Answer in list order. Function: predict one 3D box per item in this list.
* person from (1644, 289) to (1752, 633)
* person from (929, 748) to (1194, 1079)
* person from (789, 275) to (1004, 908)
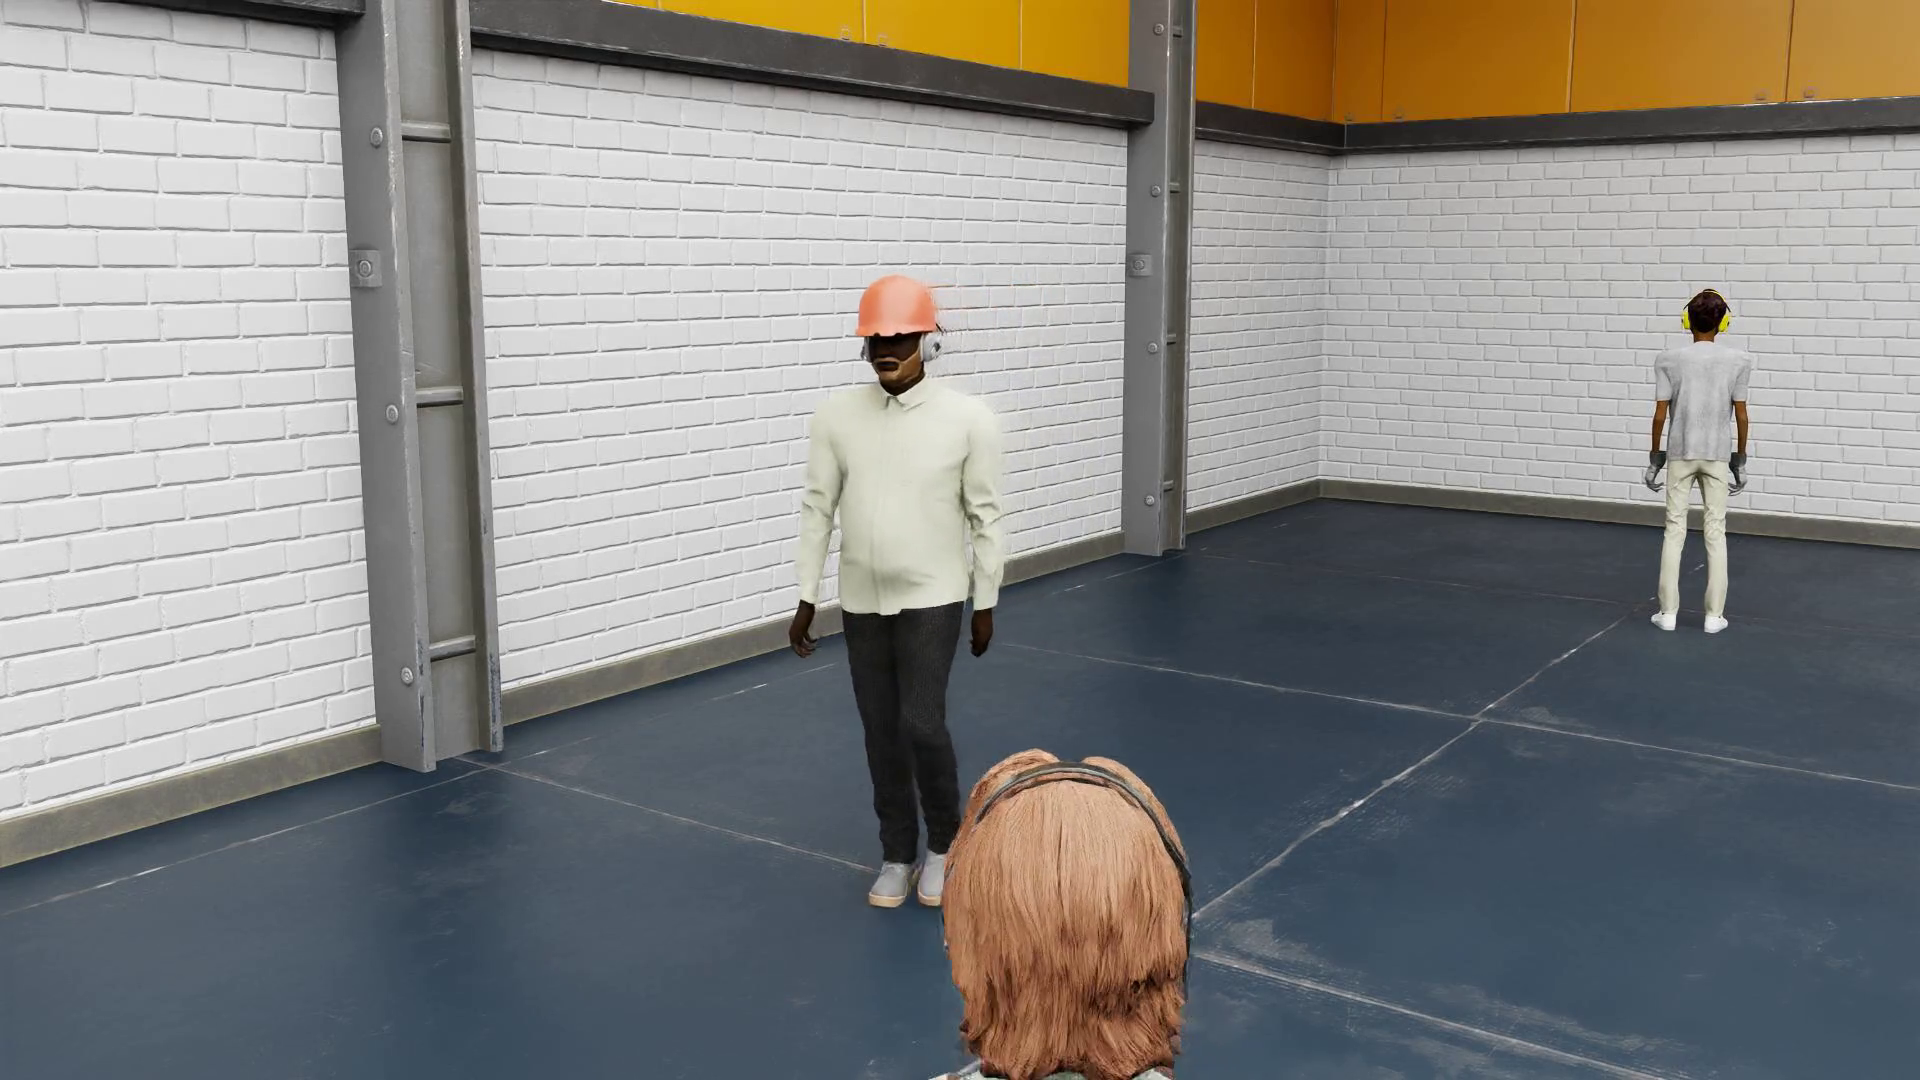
[{"bbox_3d":[4.025,-0.427,9.084,0.518,1.874,0.326,4,10,20],"label":"person"},{"bbox_3d":[0.094,0.983,1.404,0.543,1.625,0.420,2,10,10],"label":"person"},{"bbox_3d":[-0.206,0.180,5.156,0.622,1.977,0.448,4,10,21],"label":"person"}]
